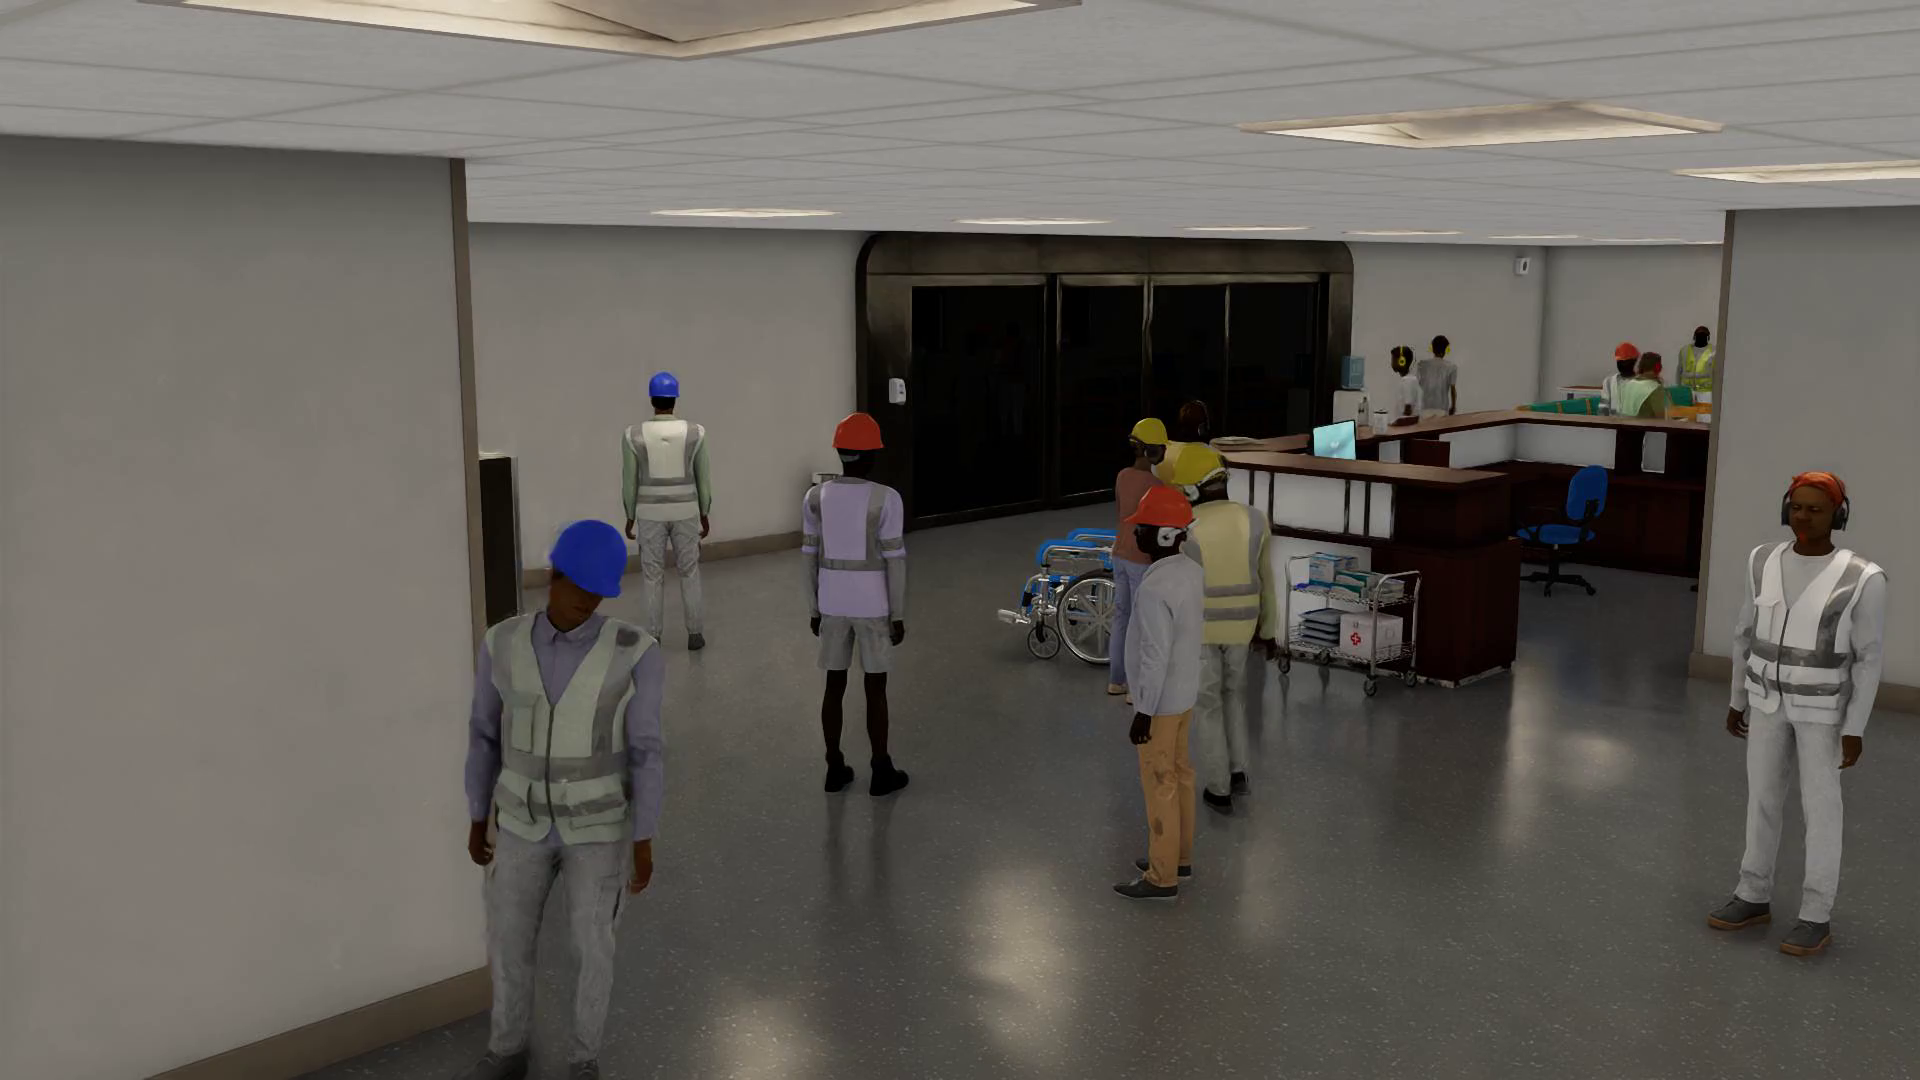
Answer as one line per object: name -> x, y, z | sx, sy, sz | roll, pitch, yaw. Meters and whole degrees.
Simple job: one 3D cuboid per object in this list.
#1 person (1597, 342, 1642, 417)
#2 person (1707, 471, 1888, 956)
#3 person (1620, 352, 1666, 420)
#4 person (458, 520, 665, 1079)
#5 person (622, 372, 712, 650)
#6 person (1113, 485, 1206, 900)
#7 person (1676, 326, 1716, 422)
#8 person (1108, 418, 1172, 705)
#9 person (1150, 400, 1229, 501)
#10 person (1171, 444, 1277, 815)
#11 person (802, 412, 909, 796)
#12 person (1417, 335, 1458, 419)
person -> 7.074, -1.163, 17.750 | 1.017, 1.886, 0.559 | -7, 12, -37
person -> 3.274, 0.665, 6.510 | 0.356, 1.884, 0.574 | -6, 11, -32
person -> 6.862, -0.963, 16.676 | 0.499, 1.819, 0.604 | 0, 9, -1
person -> -1.235, 0.873, 5.184 | 0.668, 1.910, 0.397 | 1, 9, 6
person -> -2.033, -0.189, 11.546 | 0.608, 1.946, 0.406 | -2, 10, -13
person -> 0.849, 0.639, 7.048 | 0.319, 1.755, 0.573 | 4, 10, 24
person -> 10.714, -2.186, 24.161 | 0.625, 1.837, 0.430 | 7, 12, 37
person -> 1.122, 0.128, 10.200 | 0.342, 1.756, 0.518 | -4, 10, -25
person -> 1.474, 0.034, 10.558 | 0.430, 1.836, 0.619 | -7, 11, -35
person -> 1.222, 0.431, 8.180 | 0.618, 1.804, 0.537 | -2, 10, -14
person -> -0.522, 0.326, 8.423 | 0.547, 1.938, 0.378 | 3, 10, 20
person -> 5.823, -1.593, 20.482 | 0.575, 1.845, 0.468 | 3, 10, 18
